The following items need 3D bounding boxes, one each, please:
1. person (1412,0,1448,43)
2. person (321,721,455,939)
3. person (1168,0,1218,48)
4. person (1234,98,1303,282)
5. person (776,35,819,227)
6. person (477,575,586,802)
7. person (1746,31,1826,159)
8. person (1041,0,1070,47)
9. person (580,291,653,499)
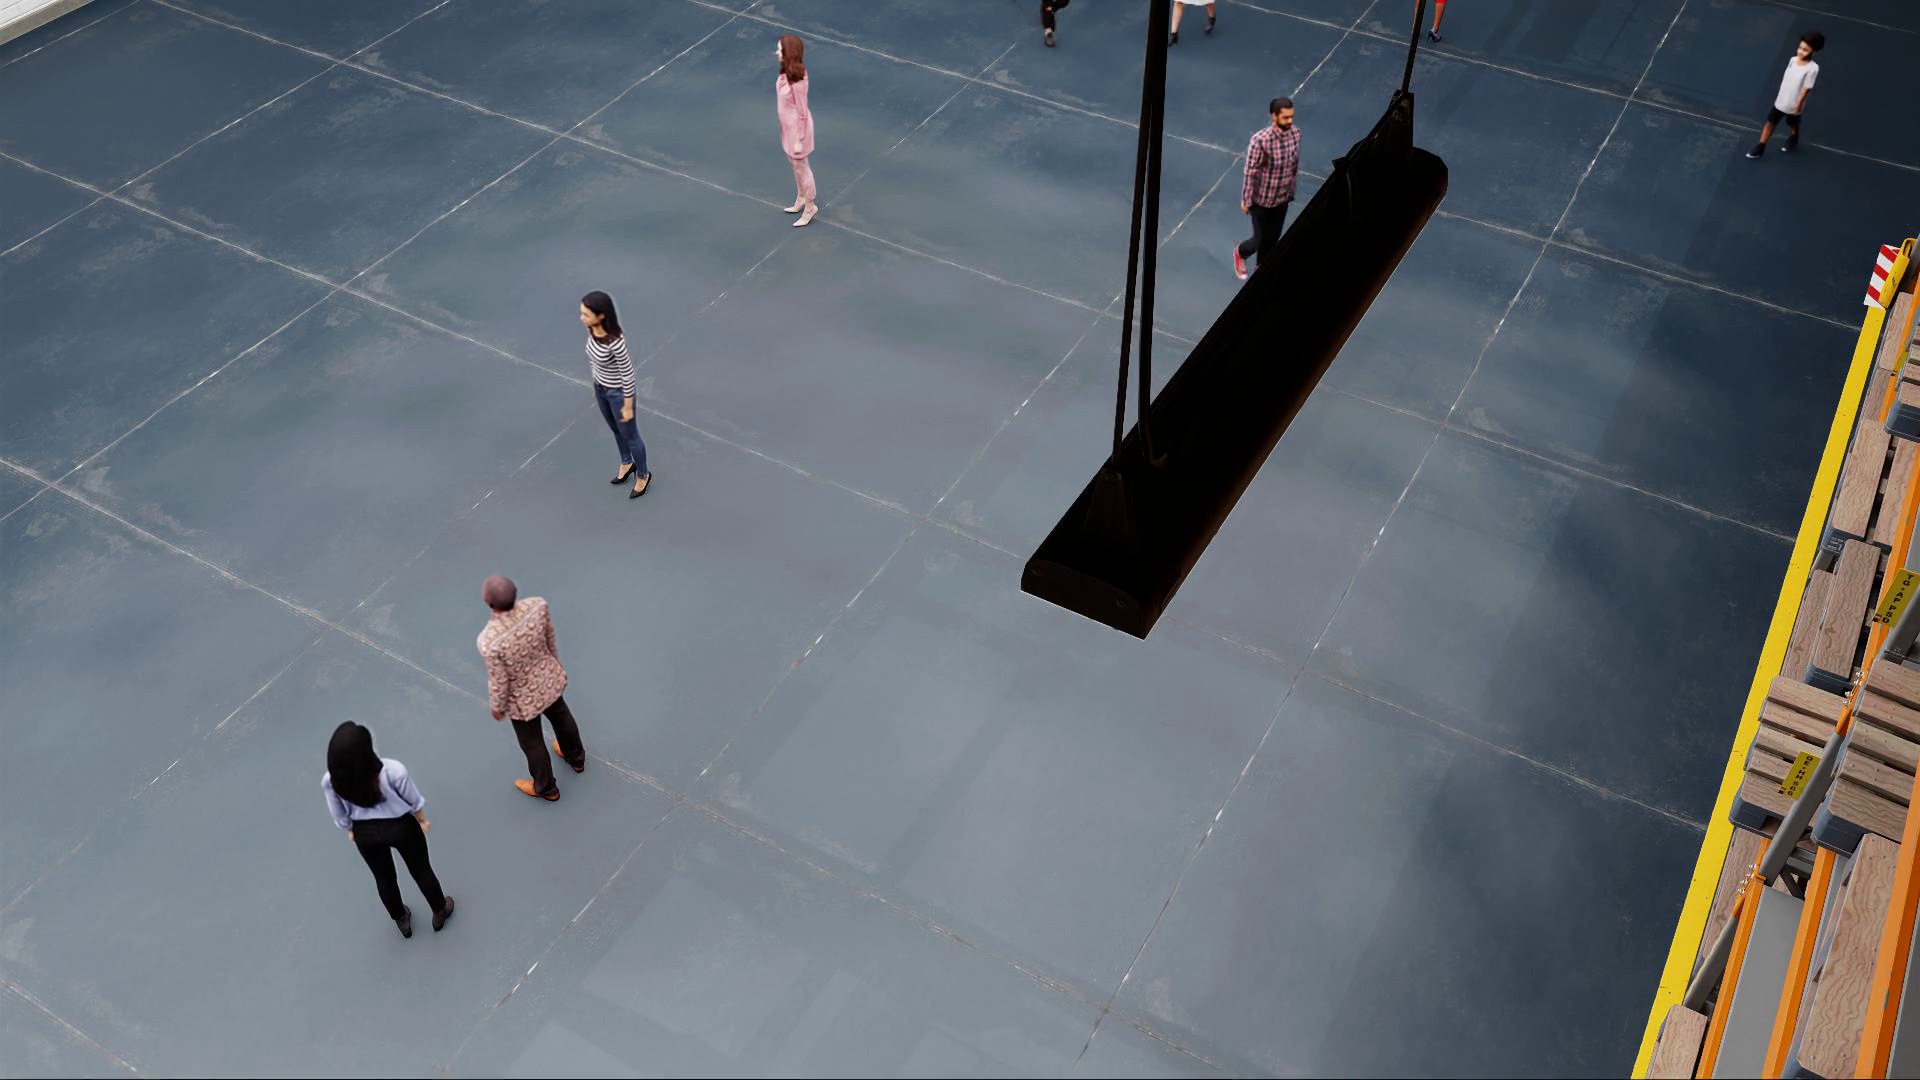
[{"bbox_3d":[4.993,-6.039,17.299,0.587,1.744,0.506,25,49,24],"label":"person"},{"bbox_3d":[-3.196,1.624,9.256,0.721,1.743,0.758,-7,44,-7],"label":"person"},{"bbox_3d":[2.522,-5.926,17.343,0.674,1.519,1.035,31,52,29],"label":"person"},{"bbox_3d":[2.569,-2.947,14.047,0.832,1.754,0.914,-23,48,-22],"label":"person"},{"bbox_3d":[-1.441,-3.634,14.732,0.722,1.803,0.682,-14,45,-14],"label":"person"},{"bbox_3d":[-2.581,0.878,9.992,0.757,1.808,0.547,26,49,25],"label":"person"},{"bbox_3d":[7.933,-4.220,15.749,0.924,1.248,0.712,-27,50,-25],"label":"person"},{"bbox_3d":[0.950,-5.930,17.385,0.772,1.468,0.832,-12,45,-13],"label":"person"},{"bbox_3d":[-2.489,-1.047,12.022,0.611,1.795,0.654,-32,52,-29],"label":"person"}]
